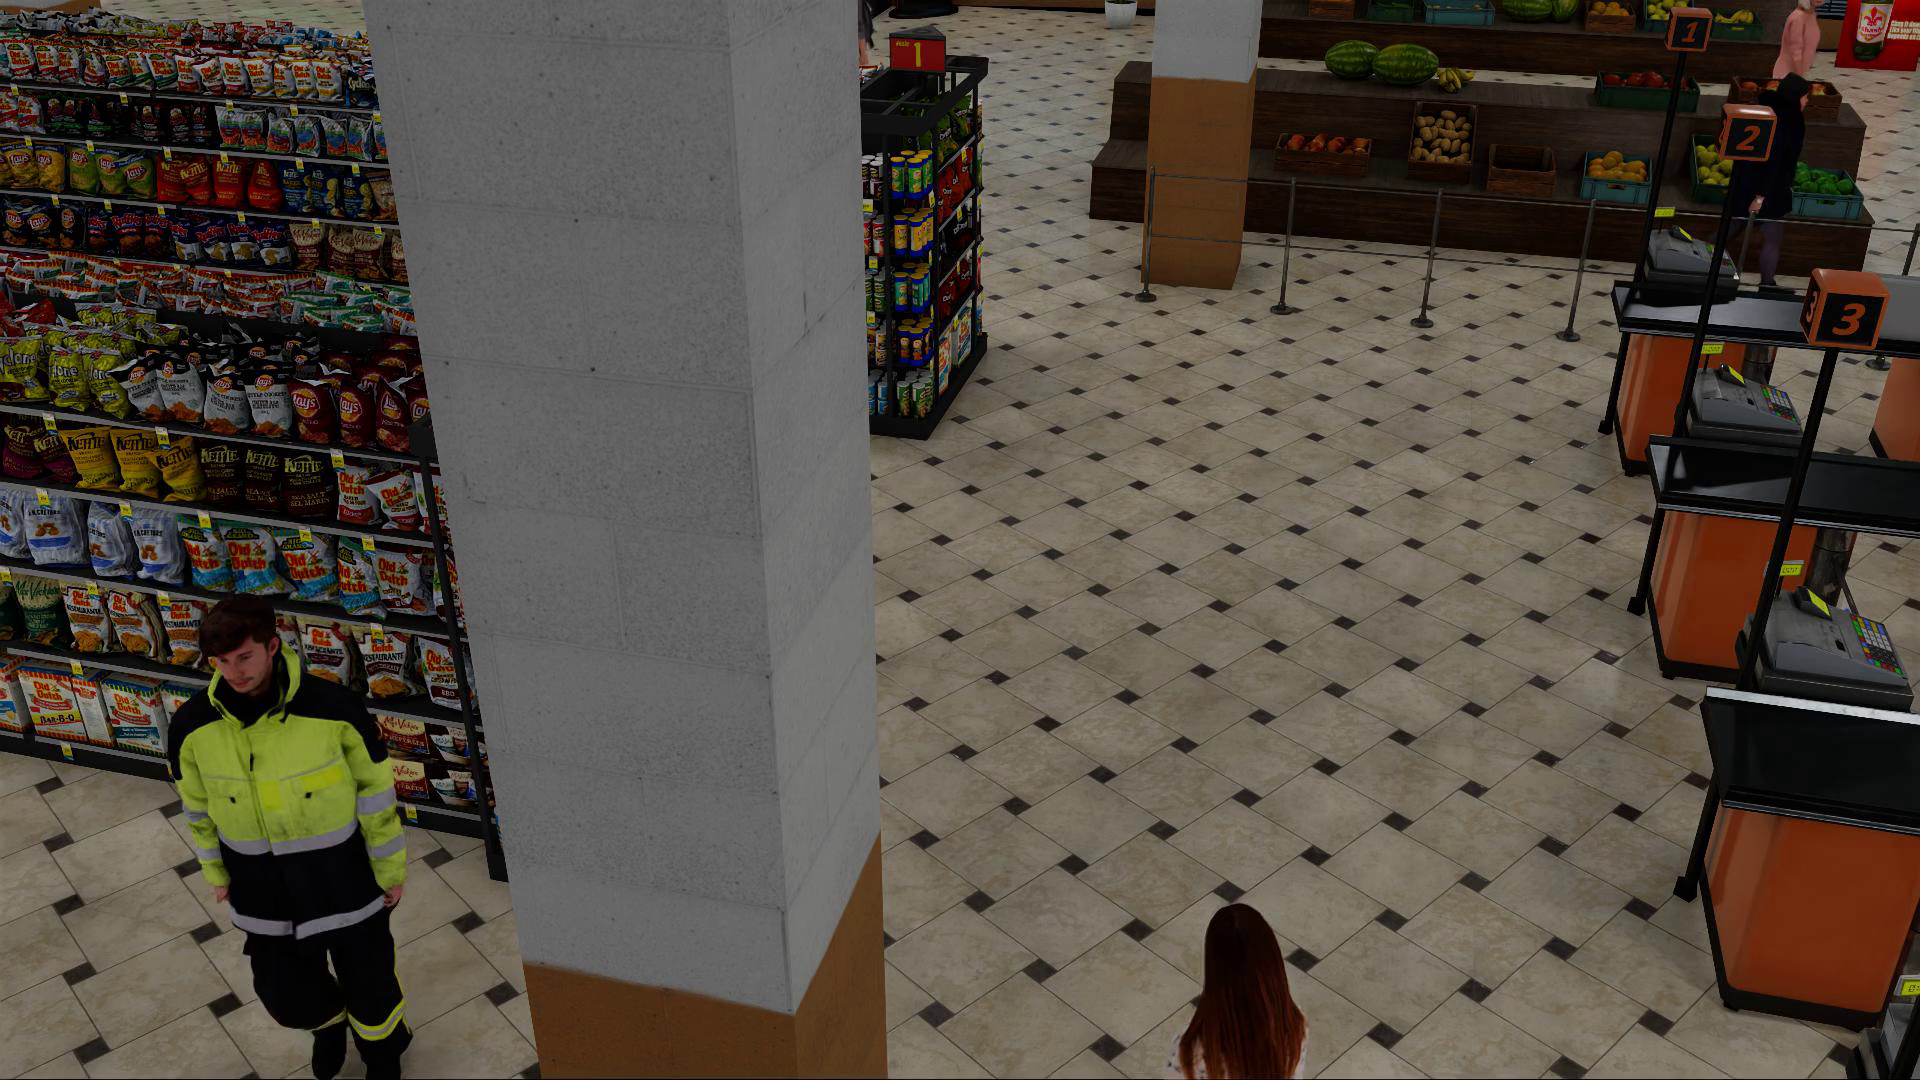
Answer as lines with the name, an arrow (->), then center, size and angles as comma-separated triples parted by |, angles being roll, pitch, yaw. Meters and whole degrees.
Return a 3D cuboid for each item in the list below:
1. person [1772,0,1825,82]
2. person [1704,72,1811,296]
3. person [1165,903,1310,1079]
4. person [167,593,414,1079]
person -> 7.492, -4.272, 15.181 | 1.106, 1.683, 0.887 | 20, 35, 32
person -> 5.706, -2.539, 12.047 | 1.055, 1.644, 0.725 | 5, 29, 8
person -> 0.692, 1.642, 4.303 | 0.628, 1.727, 0.710 | -11, 31, -20
person -> -2.060, 0.955, 5.320 | 0.873, 1.958, 0.991 | -8, 30, -13
